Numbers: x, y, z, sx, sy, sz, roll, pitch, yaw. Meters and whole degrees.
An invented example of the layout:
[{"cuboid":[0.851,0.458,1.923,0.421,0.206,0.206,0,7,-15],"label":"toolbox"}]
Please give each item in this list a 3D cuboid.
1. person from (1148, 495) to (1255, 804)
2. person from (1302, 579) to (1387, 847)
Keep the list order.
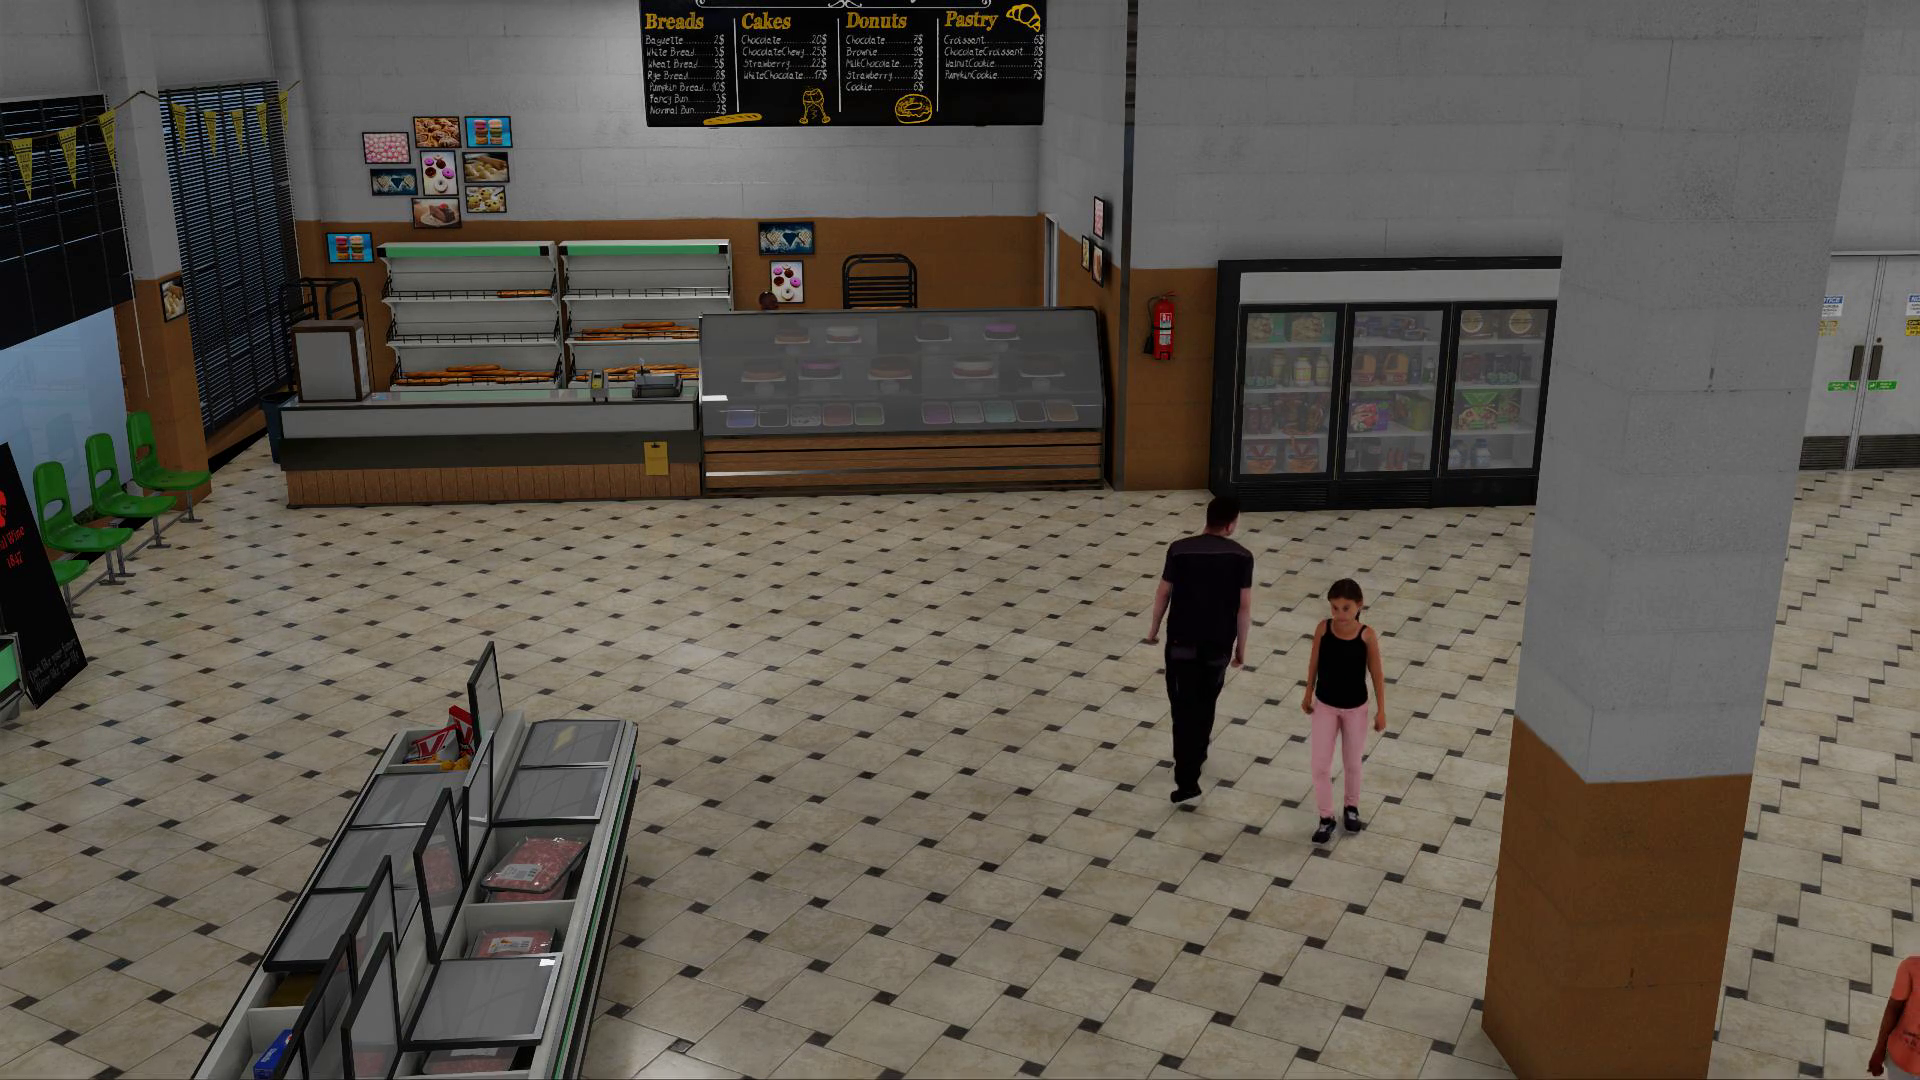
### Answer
[{"cuboid":[1.423,0.663,9.822,0.869,1.799,1.226,0,17,-1],"label":"person"},{"cuboid":[2.159,0.931,9.389,0.814,1.537,0.901,5,18,16],"label":"person"}]
